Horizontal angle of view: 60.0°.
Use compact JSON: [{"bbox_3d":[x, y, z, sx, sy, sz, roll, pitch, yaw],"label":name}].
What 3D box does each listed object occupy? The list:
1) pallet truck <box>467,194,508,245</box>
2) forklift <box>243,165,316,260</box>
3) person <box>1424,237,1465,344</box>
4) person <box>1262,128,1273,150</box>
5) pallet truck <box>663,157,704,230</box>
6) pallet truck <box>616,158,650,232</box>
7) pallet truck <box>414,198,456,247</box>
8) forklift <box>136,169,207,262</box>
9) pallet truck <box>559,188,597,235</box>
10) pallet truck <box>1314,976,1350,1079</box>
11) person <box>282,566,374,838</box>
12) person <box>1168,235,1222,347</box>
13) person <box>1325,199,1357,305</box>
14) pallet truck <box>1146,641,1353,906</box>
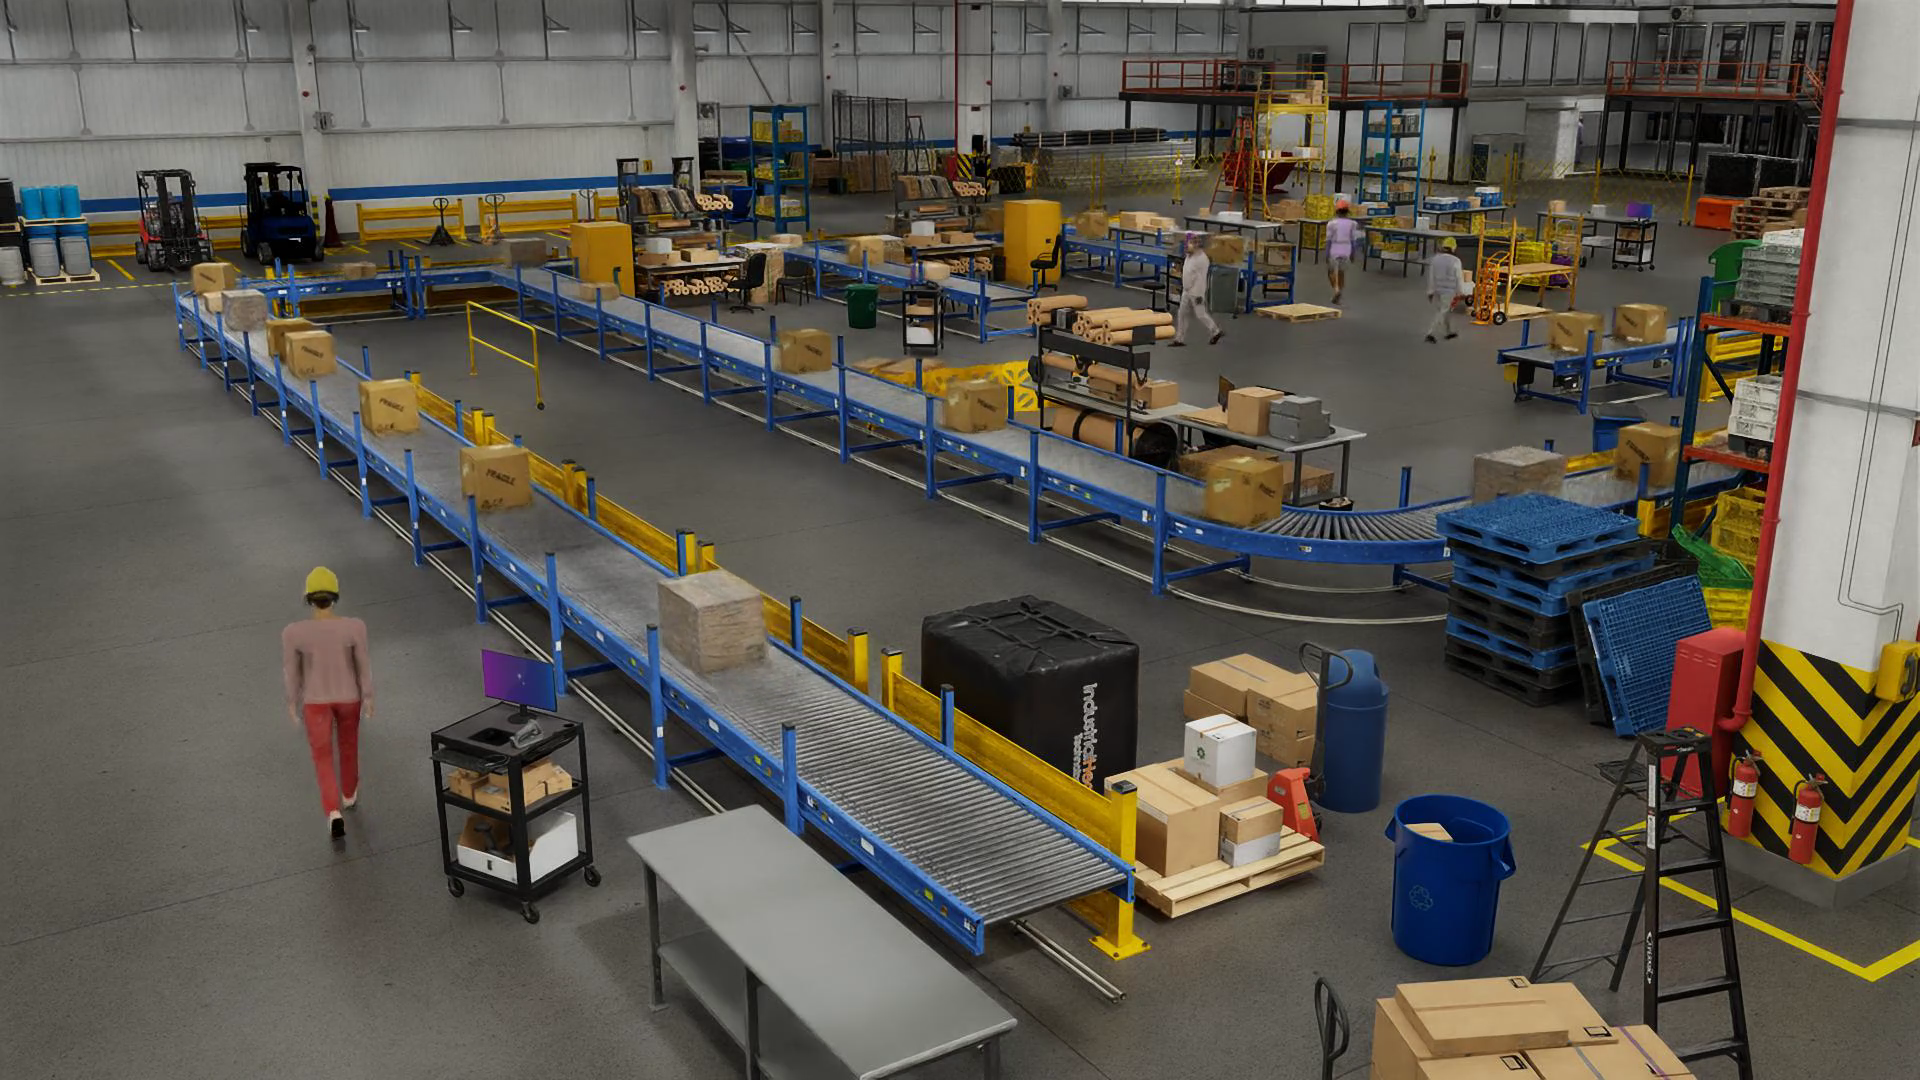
[{"bbox_3d":[-11.983,-8.177,42.137,0.704,1.261,1.522,-11,20,-33],"label":"pallet truck"},{"bbox_3d":[-15.898,-7.669,38.708,1.157,1.987,2.680,-11,20,-33],"label":"forklift"},{"bbox_3d":[8.211,-4.230,28.165,0.931,1.791,0.590,-9,19,-28],"label":"person"},{"bbox_3d":[11.696,-14.817,63.415,0.816,1.785,0.545,10,19,29],"label":"person"},{"bbox_3d":[-7.586,-9.308,44.692,0.823,1.965,1.885,-11,20,-33],"label":"pallet truck"},{"bbox_3d":[-8.918,-9.176,44.255,0.823,1.965,1.885,-9,19,-27],"label":"pallet truck"},{"bbox_3d":[-13.250,-8.060,41.856,0.680,1.201,1.601,-10,20,-31],"label":"pallet truck"},{"bbox_3d":[-17.842,-7.318,37.559,1.157,1.987,2.680,-10,20,-31],"label":"forklift"},{"bbox_3d":[-10.010,-8.652,43.699,0.653,1.274,1.630,-10,20,-31],"label":"pallet truck"},{"bbox_3d":[2.299,2.390,7.086,1.601,1.201,0.680,-2,17,-7],"label":"pallet truck"},{"bbox_3d":[-4.059,1.029,10.739,0.530,1.736,0.801,-7,18,-23],"label":"person"},{"bbox_3d":[3.968,-4.155,27.768,0.878,1.879,0.651,-7,18,-21],"label":"person"},{"bbox_3d":[7.358,-5.557,32.175,0.609,2.029,0.501,-2,17,-5],"label":"person"},{"bbox_3d":[1.664,1.407,10.232,1.630,1.274,0.653,-10,20,-31],"label":"pallet truck"}]
